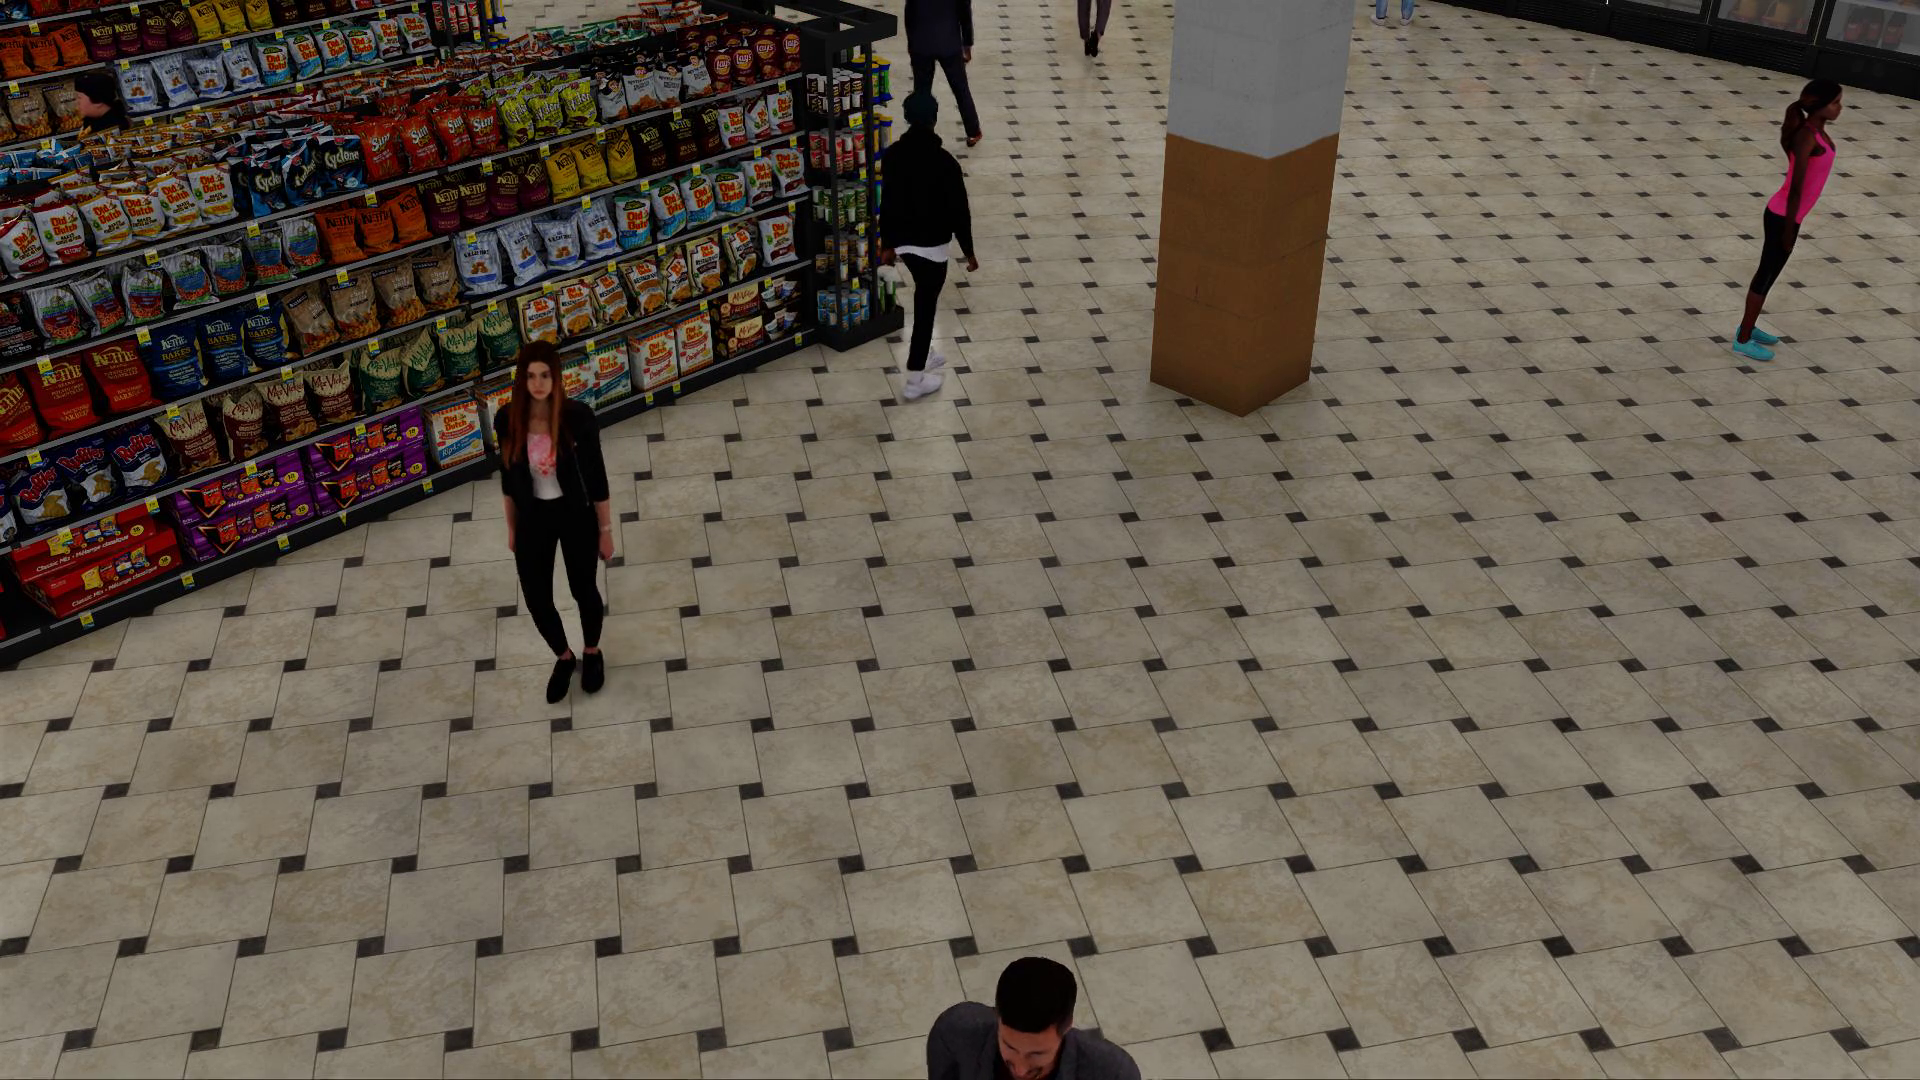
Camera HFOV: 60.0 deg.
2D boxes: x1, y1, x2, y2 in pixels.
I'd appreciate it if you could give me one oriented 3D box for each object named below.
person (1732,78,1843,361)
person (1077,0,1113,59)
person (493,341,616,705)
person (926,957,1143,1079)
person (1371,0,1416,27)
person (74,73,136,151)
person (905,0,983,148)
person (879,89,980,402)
[{"bbox_3d":[5.039,-1.970,10.156,0.663,1.722,0.543,19,36,27],"label":"person"},{"bbox_3d":[1.251,-5.283,15.548,0.932,1.651,1.027,2,32,4],"label":"person"},{"bbox_3d":[-1.718,-0.116,7.200,0.743,1.699,0.807,-1,32,-2],"label":"person"},{"bbox_3d":[0.186,1.651,4.258,1.114,1.806,1.304,8,33,12],"label":"person"},{"bbox_3d":[4.451,-6.150,16.752,0.727,1.850,0.769,2,32,3],"label":"person"},{"bbox_3d":[-5.180,-2.072,10.369,0.713,1.671,0.754,-17,36,-26],"label":"person"},{"bbox_3d":[-0.165,-3.934,13.247,0.984,1.791,1.059,0,32,0],"label":"person"},{"bbox_3d":[-0.282,-1.662,9.588,0.732,1.800,0.807,24,39,33],"label":"person"}]
